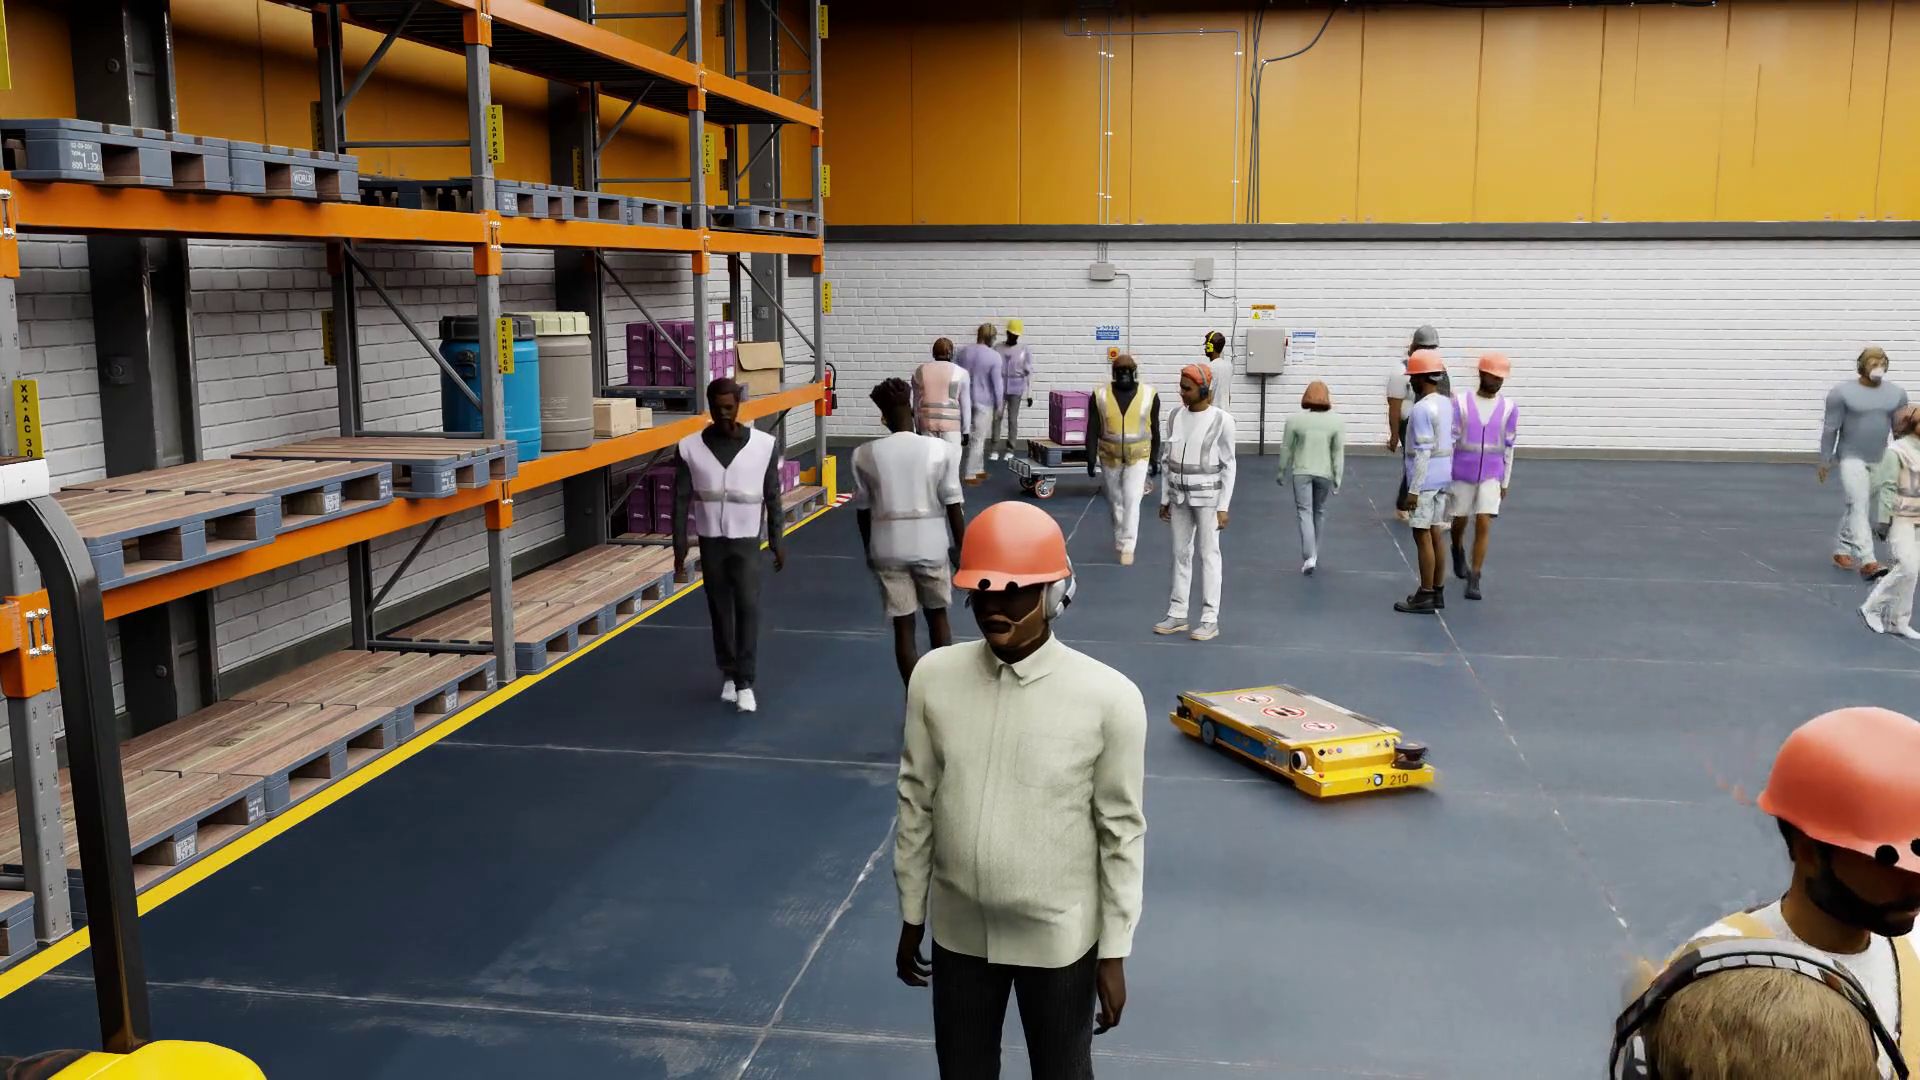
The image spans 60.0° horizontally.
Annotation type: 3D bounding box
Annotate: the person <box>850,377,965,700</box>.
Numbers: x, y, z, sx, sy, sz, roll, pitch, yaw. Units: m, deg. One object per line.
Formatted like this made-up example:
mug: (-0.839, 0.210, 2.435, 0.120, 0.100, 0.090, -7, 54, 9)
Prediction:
person: (-0.275, 0.061, 9.239, 0.651, 1.924, 0.661, 0, 9, -1)

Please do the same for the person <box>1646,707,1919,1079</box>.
person: (1.305, 1.162, 2.567, 0.559, 1.883, 0.990, -5, 10, -27)

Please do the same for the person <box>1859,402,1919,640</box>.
person: (6.458, -0.123, 11.298, 0.516, 1.626, 0.362, -5, 10, -28)

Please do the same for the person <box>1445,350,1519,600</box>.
person: (4.007, -0.527, 12.923, 0.574, 1.907, 0.800, 1, 9, 8)

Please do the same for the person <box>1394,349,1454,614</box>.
person: (3.389, -0.426, 12.202, 0.377, 1.932, 0.551, 6, 11, 35)

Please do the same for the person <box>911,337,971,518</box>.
person: (-0.179, -1.133, 16.896, 0.619, 1.836, 0.431, 3, 10, 16)

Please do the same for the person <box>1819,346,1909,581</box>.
person: (7.435, -0.629, 13.602, 0.651, 1.882, 1.003, 0, 9, 2)

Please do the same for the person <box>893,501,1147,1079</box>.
person: (0.122, 0.896, 3.861, 0.612, 1.995, 0.376, 4, 10, 23)

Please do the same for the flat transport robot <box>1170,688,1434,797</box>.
flat transport robot: (1.717, 0.995, 8.552, 0.652, 0.197, 1.431, -4, 10, -22)

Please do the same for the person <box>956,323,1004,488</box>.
person: (0.294, -1.570, 19.351, 0.659, 1.904, 0.775, 7, 12, 39)

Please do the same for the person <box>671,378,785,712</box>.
person: (-1.331, 0.034, 9.470, 0.630, 1.892, 0.760, 0, 9, -1)

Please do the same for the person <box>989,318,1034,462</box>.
person: (0.657, -1.944, 21.707, 0.627, 1.882, 0.625, 2, 10, 15)

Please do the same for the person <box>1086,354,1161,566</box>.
person: (1.427, -0.725, 14.516, 0.640, 1.808, 0.930, 2, 9, 10)

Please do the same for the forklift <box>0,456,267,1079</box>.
forklift: (-2.328, 0.975, 2.765, 2.313, 2.155, 1.214, 1, 9, 9)

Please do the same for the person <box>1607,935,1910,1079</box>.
person: (0.695, 1.291, 1.612, 0.629, 1.936, 0.373, 2, 10, 14)

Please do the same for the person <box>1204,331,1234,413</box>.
person: (2.677, -1.268, 17.598, 0.329, 1.872, 0.510, 8, 12, 40)

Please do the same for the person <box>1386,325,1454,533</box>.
person: (4.514, -1.123, 16.173, 0.680, 2.000, 1.022, -5, 10, -28)

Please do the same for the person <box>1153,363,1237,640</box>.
person: (1.602, -0.264, 11.350, 0.572, 1.886, 0.354, 9, 13, 44)

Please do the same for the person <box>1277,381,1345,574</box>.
person: (2.950, -0.531, 13.904, 0.510, 1.592, 0.847, 0, 9, -2)
